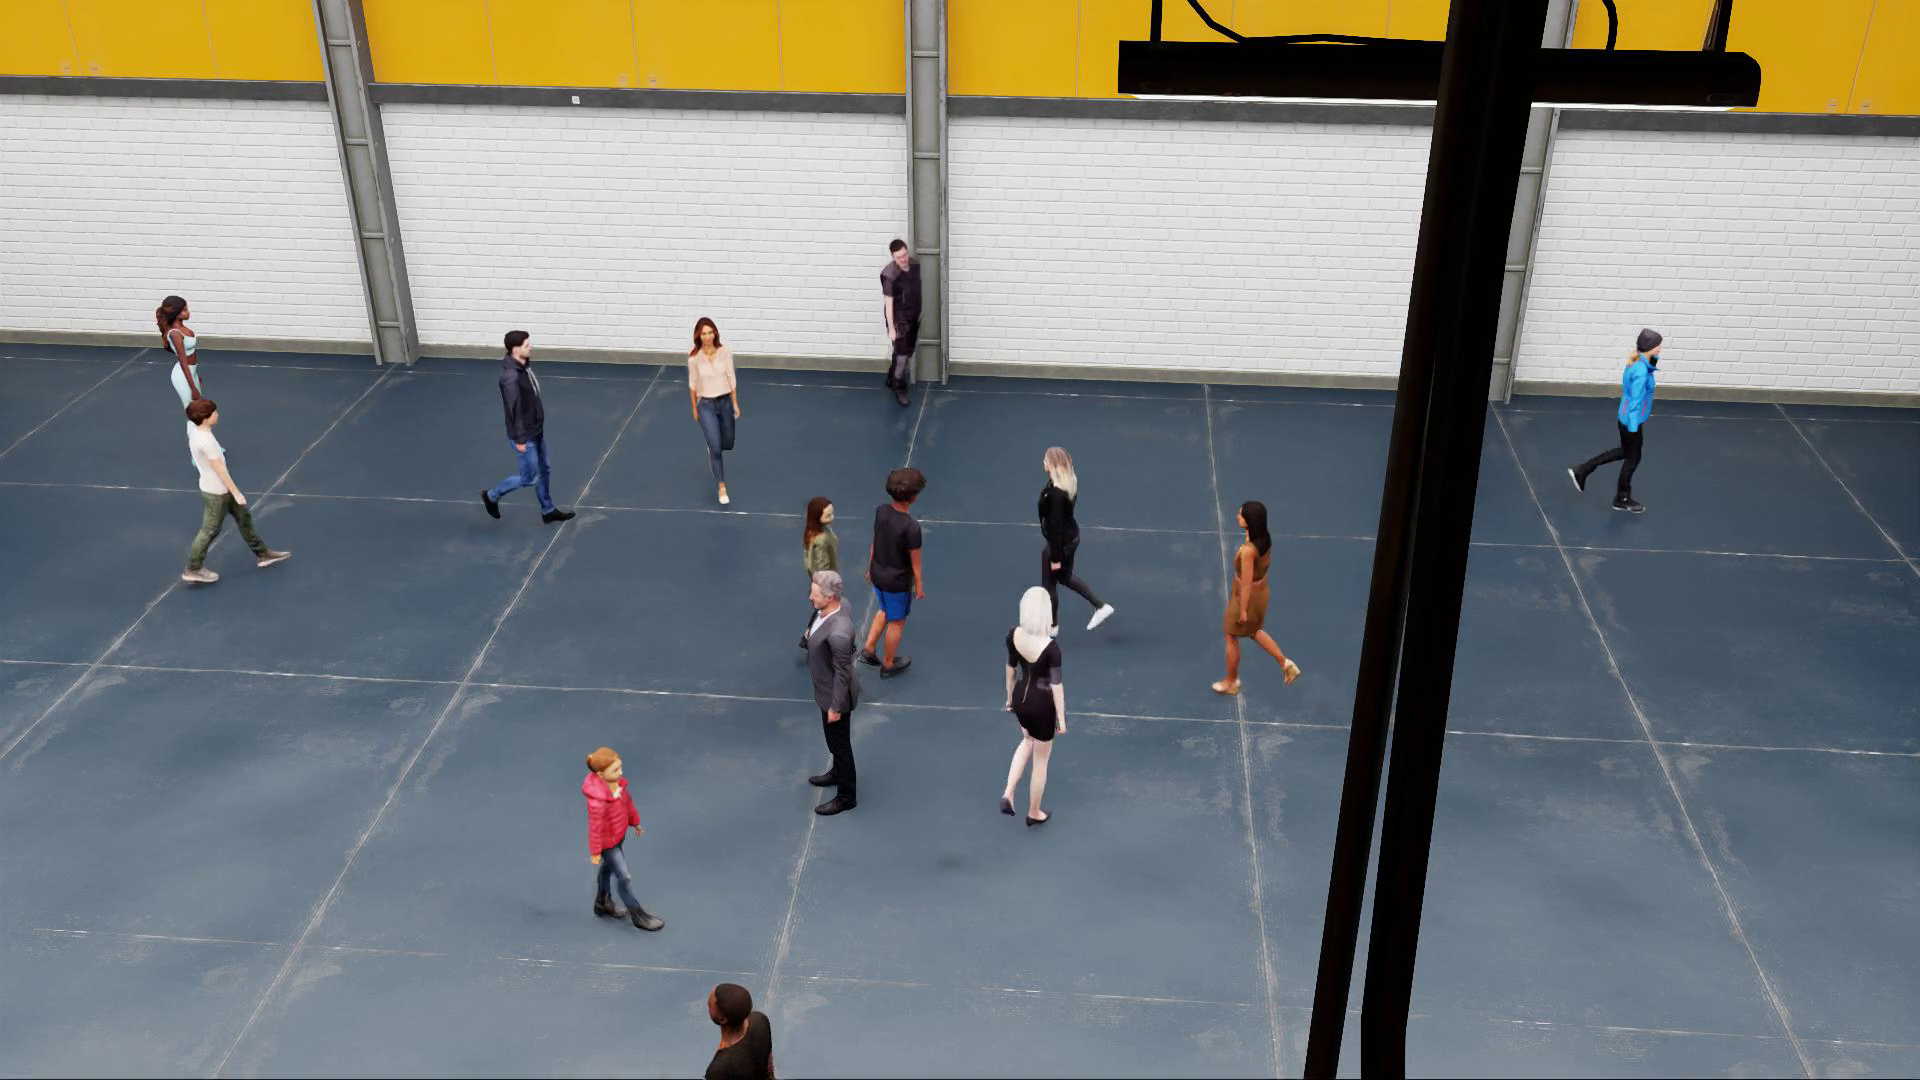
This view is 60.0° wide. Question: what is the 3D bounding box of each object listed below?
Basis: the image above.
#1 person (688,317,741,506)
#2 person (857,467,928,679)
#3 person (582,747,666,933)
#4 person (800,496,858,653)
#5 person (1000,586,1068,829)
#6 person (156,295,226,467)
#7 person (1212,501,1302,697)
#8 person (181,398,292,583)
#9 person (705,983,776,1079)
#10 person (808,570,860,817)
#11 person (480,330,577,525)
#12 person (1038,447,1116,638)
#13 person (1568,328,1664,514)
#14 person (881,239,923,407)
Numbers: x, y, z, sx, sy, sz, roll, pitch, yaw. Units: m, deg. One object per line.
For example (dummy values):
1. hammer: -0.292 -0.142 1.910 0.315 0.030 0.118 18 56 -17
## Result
1. person: -2.282 -1.251 15.416 1.007 1.775 0.929 -10 30 -18
2. person: -0.563 0.309 12.564 0.897 1.768 0.950 23 36 35
3. person: -2.217 1.826 10.271 0.780 1.301 0.608 7 29 13
4. person: -1.081 0.303 12.910 0.777 1.447 0.717 -10 30 -18
5. person: 0.420 1.165 10.946 0.799 1.814 0.856 21 35 33
6. person: -7.430 -1.535 15.990 0.659 1.723 0.646 -10 30 -17
7. person: 2.223 0.474 12.363 0.962 1.670 0.769 13 31 22
8. person: -6.319 -0.371 13.967 1.182 1.617 0.969 -14 32 -24
9. person: -0.969 2.844 7.906 1.221 1.777 0.897 11 31 20
10. person: -0.855 0.997 11.232 0.700 1.836 0.779 -5 29 -9
11. person: -3.950 -0.963 14.785 1.086 1.873 0.779 -2 29 -4
12. person: 0.892 0.055 13.138 0.979 1.664 0.744 6 29 10
13. person: 6.011 -1.085 15.111 1.020 1.777 0.793 11 30 19
14. person: -0.609 -2.290 17.279 0.996 1.815 0.987 11 31 20
